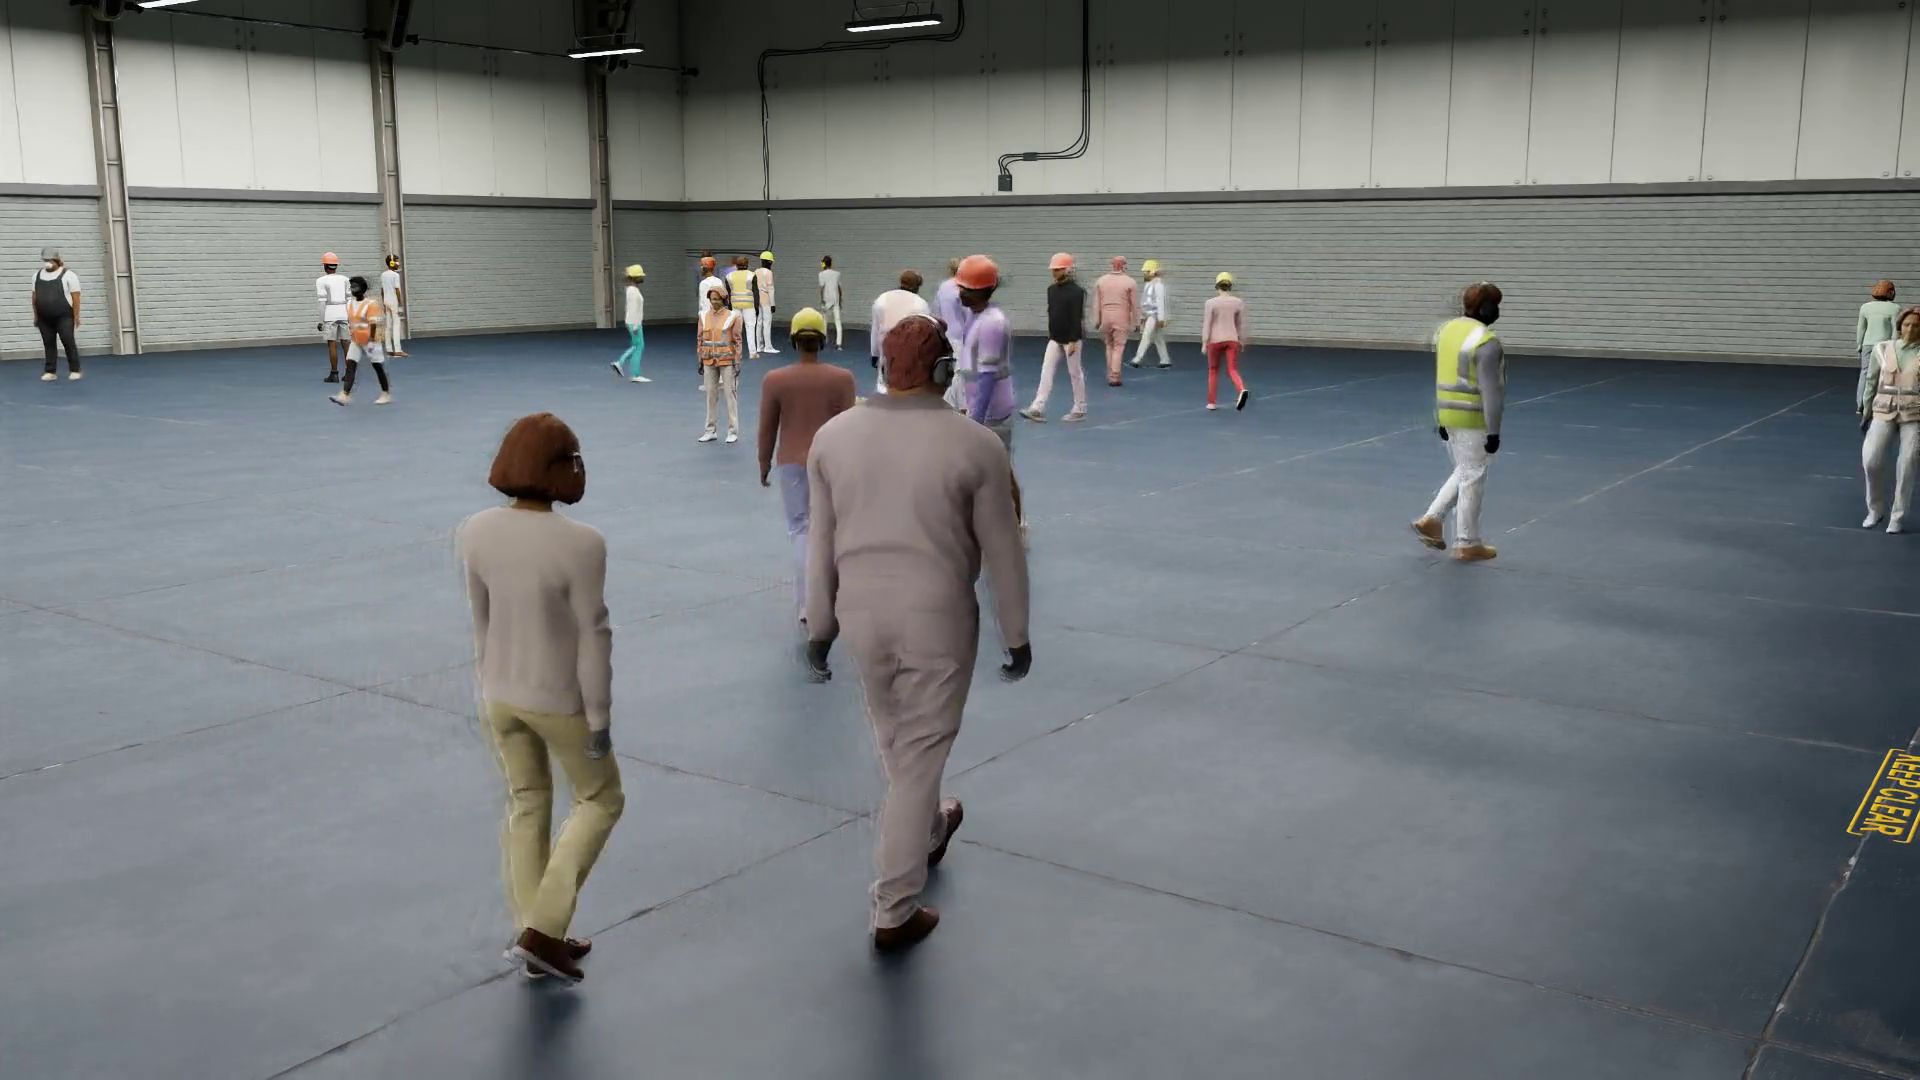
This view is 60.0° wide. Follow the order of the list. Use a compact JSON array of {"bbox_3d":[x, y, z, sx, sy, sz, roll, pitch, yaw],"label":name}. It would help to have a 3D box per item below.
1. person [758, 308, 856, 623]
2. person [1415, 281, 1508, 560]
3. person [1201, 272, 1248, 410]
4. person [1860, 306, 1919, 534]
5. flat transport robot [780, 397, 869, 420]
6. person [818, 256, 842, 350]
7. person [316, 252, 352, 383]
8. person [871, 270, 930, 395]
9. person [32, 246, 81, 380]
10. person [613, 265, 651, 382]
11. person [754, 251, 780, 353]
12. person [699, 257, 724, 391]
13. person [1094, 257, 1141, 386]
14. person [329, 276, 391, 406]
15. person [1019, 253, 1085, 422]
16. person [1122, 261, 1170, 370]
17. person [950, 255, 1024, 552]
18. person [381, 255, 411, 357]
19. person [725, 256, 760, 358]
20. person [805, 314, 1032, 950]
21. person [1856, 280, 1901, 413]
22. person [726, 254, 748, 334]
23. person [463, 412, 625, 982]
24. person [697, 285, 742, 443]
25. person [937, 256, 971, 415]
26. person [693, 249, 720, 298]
[{"bbox_3d":[-0.851,-0.430,9.296,0.540,1.714,0.903,-2,10,-10],"label":"person"},{"bbox_3d":[3.334,-0.767,10.876,0.445,1.831,0.650,-2,10,-12],"label":"person"},{"bbox_3d":[3.283,-2.440,20.522,0.557,1.734,0.712,-2,10,-12],"label":"person"},{"bbox_3d":[6.727,-0.851,11.883,0.548,1.625,0.389,9,13,41],"label":"person"},{"bbox_3d":[-1.621,-1.568,19.726,1.431,0.197,0.652,-2,10,-12],"label":"flat transport robot"},{"bbox_3d":[-2.549,-4.660,32.726,0.579,1.808,1.005,-5,11,-27],"label":"person"},{"bbox_3d":[-9.365,-3.323,24.886,0.360,1.939,0.543,8,13,38],"label":"person"},{"bbox_3d":[-0.653,-1.891,17.270,0.677,1.804,0.689,4,11,22],"label":"person"},{"bbox_3d":[-13.780,-3.448,25.303,0.688,2.000,0.536,0,10,-1],"label":"person"},{"bbox_3d":[-4.899,-3.229,24.873,0.468,1.759,0.535,-4,11,-19],"label":"person"},{"bbox_3d":[-3.683,-4.501,31.549,0.382,1.917,0.585,-8,13,-38],"label":"person"},{"bbox_3d":[-3.522,-3.050,23.517,0.362,1.883,0.575,3,11,17],"label":"person"},{"bbox_3d":[2.345,-3.202,24.392,0.671,1.871,0.847,5,11,28],"label":"person"},{"bbox_3d":[-7.656,-2.523,21.200,0.553,1.646,0.884,5,11,25],"label":"person"},{"bbox_3d":[1.104,-2.315,19.183,0.961,1.951,0.652,-8,13,-39],"label":"person"},{"bbox_3d":[3.076,-3.672,27.265,0.909,1.783,0.624,-2,10,-10],"label":"person"},{"bbox_3d":[0.131,-0.868,10.971,0.742,1.995,0.644,-3,11,-16],"label":"person"},{"bbox_3d":[-10.400,-4.290,30.517,0.515,1.866,0.333,7,13,36],"label":"person"},{"bbox_3d":[-3.913,-4.206,30.103,0.620,1.845,0.429,2,10,12],"label":"person"},{"bbox_3d":[-0.092,0.240,5.159,0.678,1.856,0.980,5,11,25],"label":"person"},{"bbox_3d":[11.162,-2.337,20.218,0.268,1.632,0.507,-7,12,-33],"label":"person"},{"bbox_3d":[-5.068,-5.568,37.789,0.568,1.825,0.669,4,11,23],"label":"person"},{"bbox_3d":[-1.157,0.454,4.635,0.500,1.621,0.360,5,11,25],"label":"person"},{"bbox_3d":[-2.513,-1.834,17.393,0.513,1.637,0.309,4,11,19],"label":"person"},{"bbox_3d":[0.090,-2.348,19.499,0.733,1.917,0.643,-4,11,-23],"label":"person"},{"bbox_3d":[-5.914,-5.826,38.906,0.636,1.939,0.358,2,10,12],"label":"person"}]
